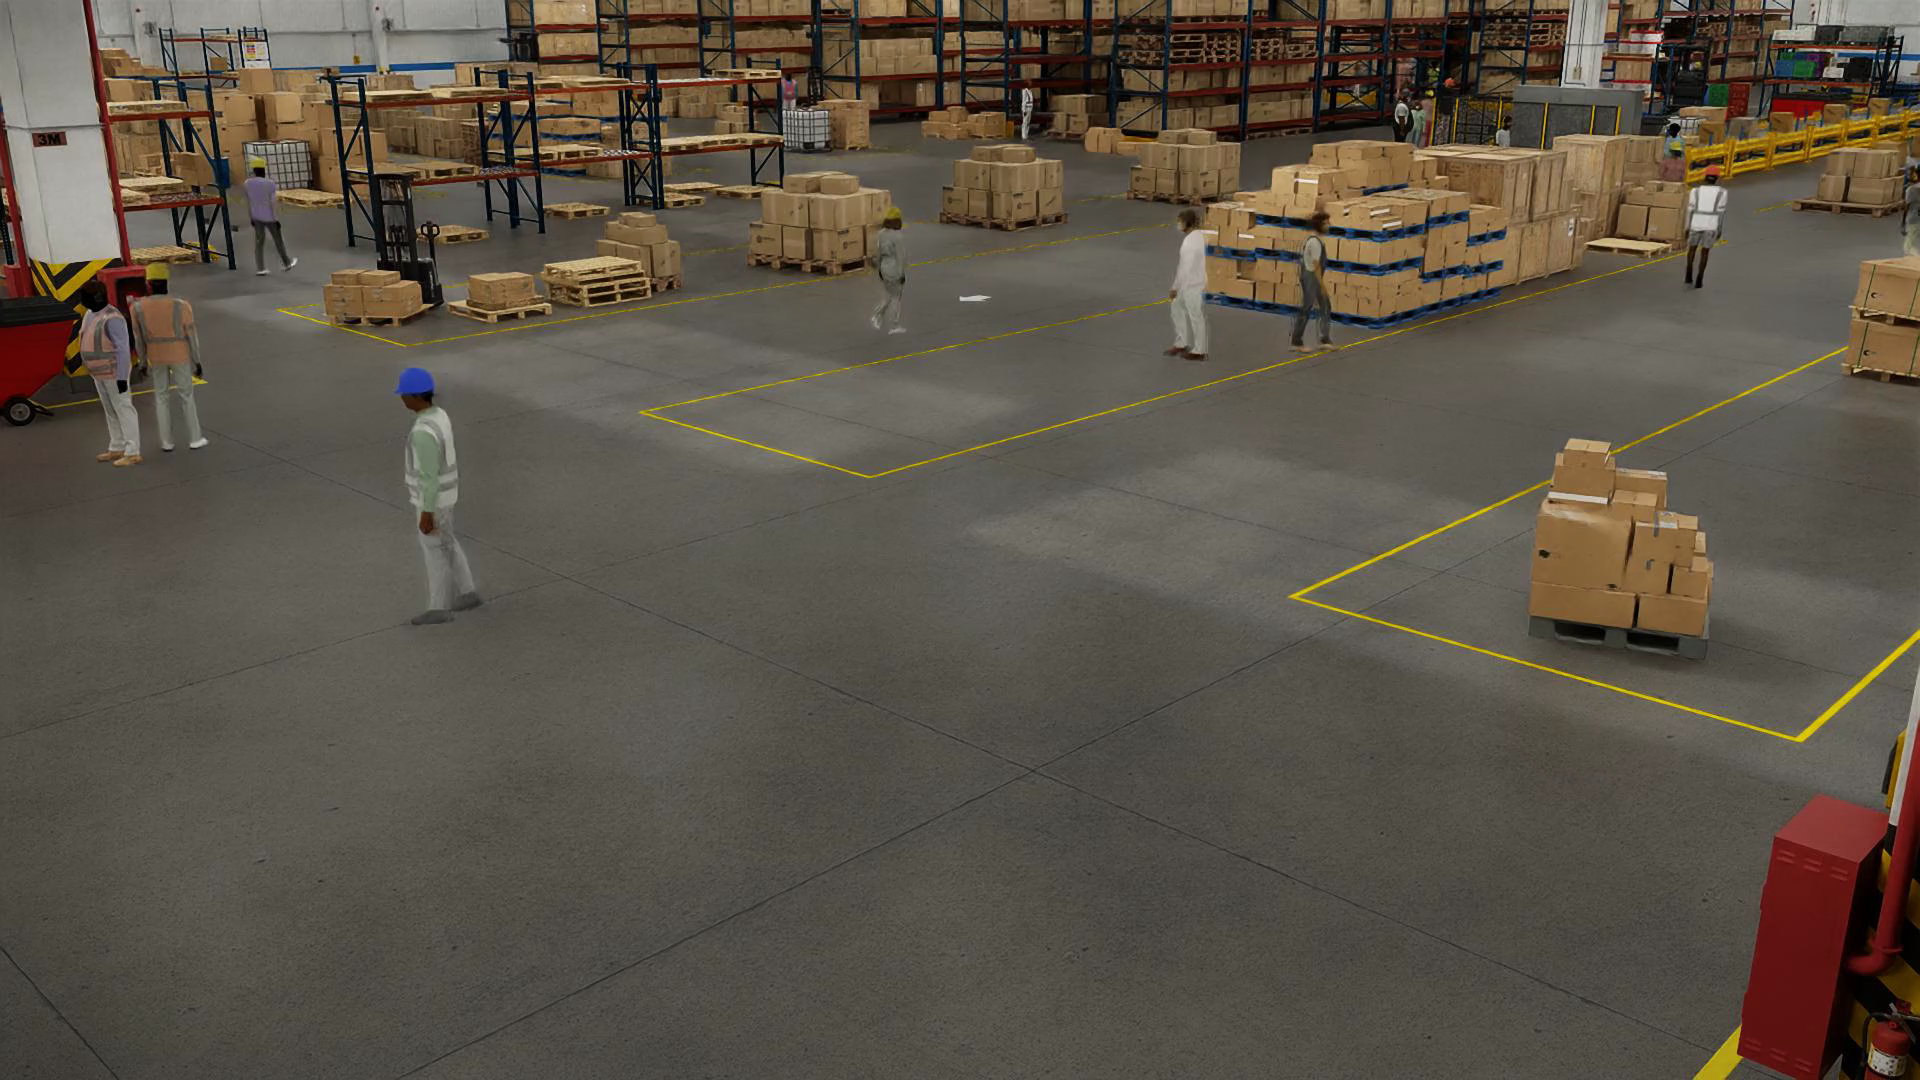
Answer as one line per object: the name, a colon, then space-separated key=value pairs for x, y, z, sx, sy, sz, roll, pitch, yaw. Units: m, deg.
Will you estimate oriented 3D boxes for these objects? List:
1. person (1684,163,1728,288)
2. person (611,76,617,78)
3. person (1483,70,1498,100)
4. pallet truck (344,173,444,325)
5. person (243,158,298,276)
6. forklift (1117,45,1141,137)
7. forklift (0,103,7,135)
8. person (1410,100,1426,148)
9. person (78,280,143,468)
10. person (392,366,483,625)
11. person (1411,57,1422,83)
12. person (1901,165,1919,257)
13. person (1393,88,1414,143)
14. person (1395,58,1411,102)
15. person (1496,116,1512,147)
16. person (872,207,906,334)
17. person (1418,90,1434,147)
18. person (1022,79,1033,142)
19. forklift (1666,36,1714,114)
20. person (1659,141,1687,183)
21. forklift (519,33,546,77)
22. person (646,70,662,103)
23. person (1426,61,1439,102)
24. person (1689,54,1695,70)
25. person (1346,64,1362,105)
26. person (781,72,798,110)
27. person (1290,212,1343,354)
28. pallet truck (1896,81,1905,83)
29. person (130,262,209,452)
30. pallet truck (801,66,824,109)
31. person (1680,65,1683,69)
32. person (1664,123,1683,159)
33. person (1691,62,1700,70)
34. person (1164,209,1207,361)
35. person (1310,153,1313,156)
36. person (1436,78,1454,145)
person: x=11.715 y=-4.936 z=26.151 sx=0.549 sy=1.920 sz=0.546 roll=11 pitch=21 yaw=29
person: x=-11.921 y=-15.238 z=57.647 sx=0.509 sy=1.629 sz=0.315 roll=17 pitch=25 yaw=42
person: x=21.645 y=-18.812 z=68.010 sx=0.740 sy=1.883 sz=0.650 roll=-15 pitch=24 yaw=-39
pallet truck: x=-8.209 y=-4.181 z=23.757 sx=0.823 sy=1.965 sz=1.885 roll=3 pitch=19 yaw=9
person: x=-11.432 y=-5.346 z=27.452 sx=0.600 sy=1.874 sz=0.962 roll=3 pitch=19 yaw=9
forklift: x=5.314 y=-14.278 z=52.799 sx=1.129 sy=2.768 sz=1.873 roll=17 pitch=25 yaw=41
forklift: x=-29.010 y=-14.010 z=51.991 sx=1.129 sy=2.768 sz=1.873 roll=15 pitch=24 yaw=38
person: x=12.545 y=-11.285 z=45.754 sx=0.504 sy=1.609 sz=0.686 roll=14 pitch=23 yaw=36
person: x=-8.362 y=-1.635 z=16.331 sx=0.622 sy=1.845 sz=0.430 roll=15 pitch=24 yaw=38
person: x=-3.888 y=-0.327 z=12.240 sx=0.404 sy=1.951 sz=0.616 roll=-2 pitch=18 yaw=-5
person: x=21.074 y=-21.736 z=76.922 sx=0.608 sy=1.816 sz=0.609 roll=-13 pitch=22 yaw=-33
person: x=15.431 y=-5.088 z=26.753 sx=0.549 sy=1.840 sz=0.734 roll=-8 pitch=20 yaw=-22
person: x=11.613 y=-10.788 z=43.597 sx=0.536 sy=2.000 sz=0.682 roll=3 pitch=19 yaw=7
person: x=18.072 y=-18.783 z=67.945 sx=0.643 sy=1.881 sz=0.850 roll=6 pitch=19 yaw=19
person: x=11.966 y=-8.412 z=36.722 sx=0.526 sy=1.860 sz=0.315 roll=-17 pitch=25 yaw=-42
person: x=-0.942 y=-3.646 z=22.565 sx=0.421 sy=1.727 sz=0.499 roll=-16 pitch=24 yaw=-40
person: x=13.396 y=-12.043 z=47.813 sx=0.536 sy=1.755 sz=0.484 roll=16 pitch=24 yaw=39
person: x=2.077 y=-13.216 z=51.155 sx=0.337 sy=1.882 sz=0.584 roll=7 pitch=19 yaw=19
forklift: x=27.341 y=-17.291 z=61.877 sx=1.129 sy=2.768 sz=1.873 roll=17 pitch=25 yaw=41
person: x=13.708 y=-6.826 z=32.107 sx=0.538 sy=1.748 sz=0.491 roll=-2 pitch=18 yaw=-6
forklift: x=-17.261 y=-19.003 z=67.036 sx=1.129 sy=2.768 sz=1.873 roll=17 pitch=25 yaw=41
person: x=-10.366 y=-14.977 z=56.431 sx=0.589 sy=1.909 sz=0.386 roll=6 pitch=19 yaw=16
person: x=19.566 y=-18.941 z=68.723 sx=0.550 sy=1.680 sz=0.481 roll=17 pitch=25 yaw=41
person: x=30.297 y=-19.228 z=69.223 sx=0.546 sy=1.912 sz=0.683 roll=17 pitch=25 yaw=41
person: x=15.917 y=-18.360 z=67.088 sx=0.816 sy=1.589 sz=0.524 roll=15 pitch=24 yaw=38
person: x=-5.836 y=-15.066 z=56.883 sx=0.657 sy=1.790 sz=0.965 roll=-5 pitch=19 yaw=-15
person: x=4.640 y=-3.266 z=21.285 sx=0.793 sy=1.816 sz=0.519 roll=6 pitch=19 yaw=19
pallet truck: x=34.802 y=-16.331 z=61.455 sx=0.653 sy=1.274 sz=1.630 roll=17 pitch=25 yaw=41
person: x=-8.010 y=-1.853 z=16.858 sx=0.593 sy=1.923 sz=0.386 roll=-4 pitch=19 yaw=-12
pallet truck: x=-4.812 y=-15.182 z=56.903 sx=0.823 sy=1.965 sz=1.885 roll=-9 pitch=21 yaw=-26
person: x=31.038 y=-19.827 z=71.415 sx=0.538 sy=1.672 sz=0.788 roll=15 pitch=23 yaw=38
person: x=15.821 y=-8.398 z=36.950 sx=0.323 sy=1.690 sz=0.536 roll=-3 pitch=19 yaw=-8
person: x=28.991 y=-18.030 z=65.837 sx=0.734 sy=1.771 sz=0.661 roll=-8 pitch=20 yaw=-24
person: x=2.818 y=-3.196 z=20.918 sx=0.695 sy=1.912 sz=0.627 roll=3 pitch=19 yaw=8
person: x=5.895 y=-5.599 z=28.188 sx=0.629 sy=1.906 sz=0.385 roll=-12 pitch=22 yaw=-32
person: x=14.405 y=-12.666 z=49.327 sx=0.611 sy=1.995 sz=0.377 roll=-14 pitch=23 yaw=-37
